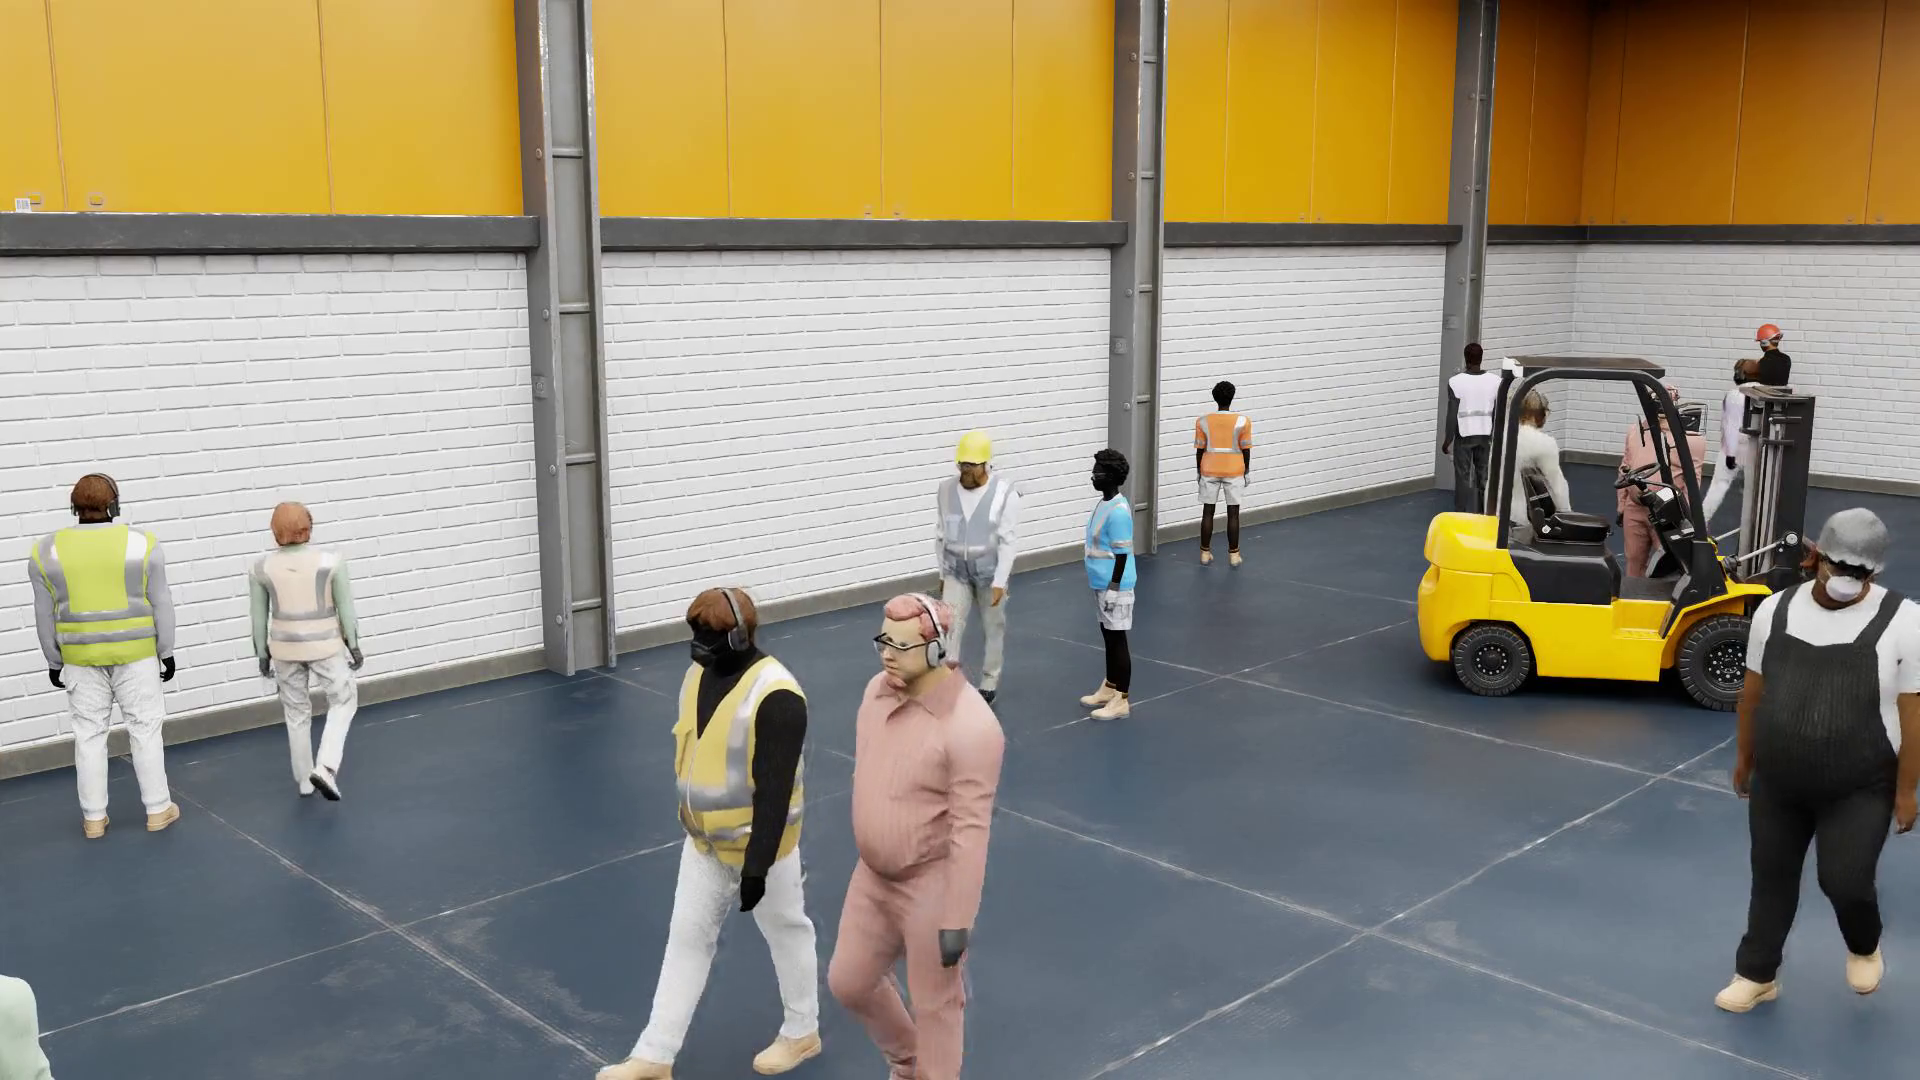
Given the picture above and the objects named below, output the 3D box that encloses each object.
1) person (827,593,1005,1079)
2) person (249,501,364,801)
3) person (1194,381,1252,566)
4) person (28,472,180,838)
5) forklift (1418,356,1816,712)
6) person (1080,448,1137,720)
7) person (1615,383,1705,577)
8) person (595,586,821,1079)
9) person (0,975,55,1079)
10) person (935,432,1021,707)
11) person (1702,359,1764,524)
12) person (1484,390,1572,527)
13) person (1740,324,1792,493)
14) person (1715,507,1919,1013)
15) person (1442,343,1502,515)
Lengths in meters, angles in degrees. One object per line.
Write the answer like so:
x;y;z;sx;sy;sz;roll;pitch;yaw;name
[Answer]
-0.150;1.099;5.342;0.428;1.894;0.666;-9;14;-40;person
-3.448;0.602;8.778;0.561;1.625;0.527;-1;10;-6;person
2.399;-0.605;15.202;0.532;1.694;0.320;4;11;19;person
-4.262;0.577;8.345;0.626;1.844;0.429;-3;11;-18;person
4.276;-0.101;11.076;2.313;2.155;1.214;2;11;13;forklift
0.934;0.272;10.396;0.321;1.697;0.530;-1;10;-5;person
5.226;-0.228;12.542;0.407;1.913;0.641;-7;13;-35;person
-0.848;1.065;5.778;0.913;1.798;0.648;-10;14;-43;person
-2.315;1.500;3.875;0.498;1.633;0.286;1;10;5;person
0.057;0.236;10.325;0.588;1.792;0.855;4;11;19;person
7.768;-0.915;16.614;0.644;1.785;0.977;-4;11;-23;person
4.198;-0.154;12.209;1.053;1.876;0.654;-2;11;-13;person
9.379;-1.513;19.349;0.608;1.985;0.396;-8;13;-37;person
3.288;0.845;6.335;0.617;2.000;0.715;-8;13;-37;person
5.250;-1.056;17.053;0.587;1.913;0.391;-1;10;-7;person
